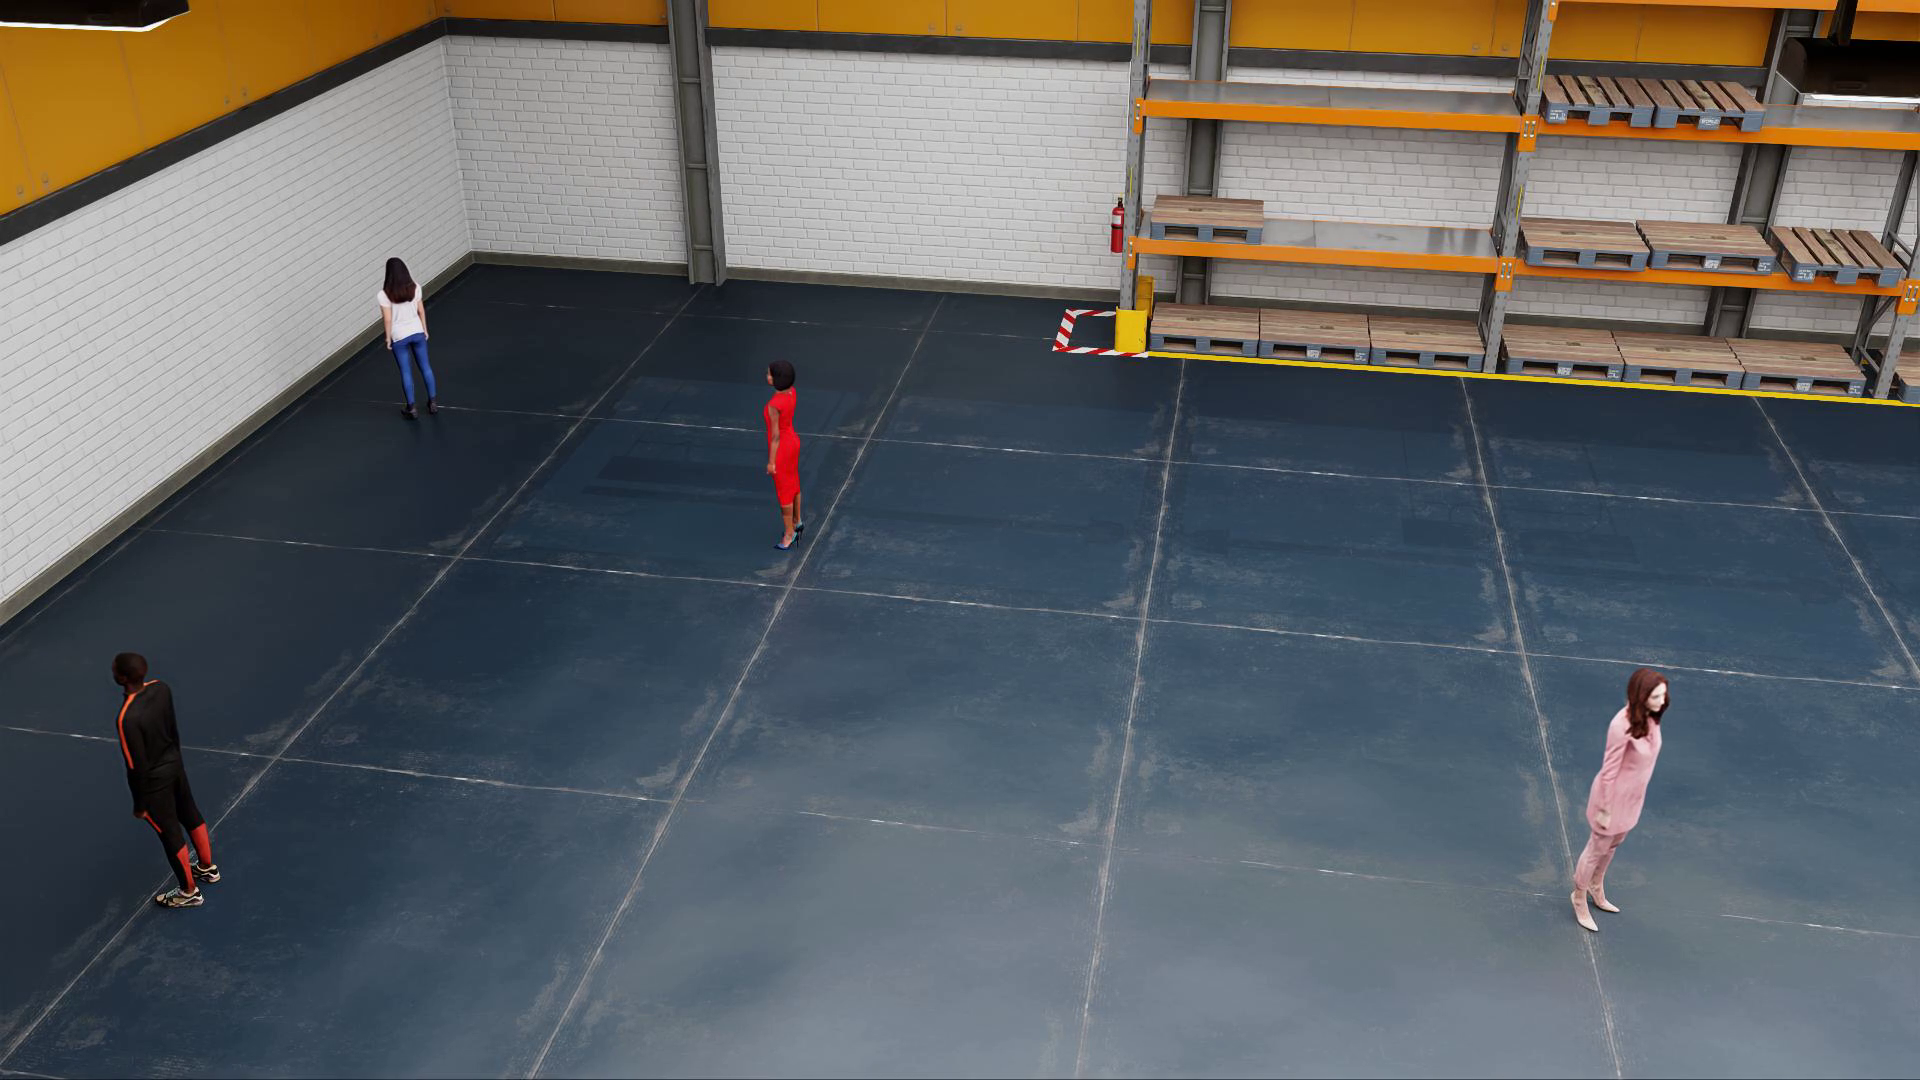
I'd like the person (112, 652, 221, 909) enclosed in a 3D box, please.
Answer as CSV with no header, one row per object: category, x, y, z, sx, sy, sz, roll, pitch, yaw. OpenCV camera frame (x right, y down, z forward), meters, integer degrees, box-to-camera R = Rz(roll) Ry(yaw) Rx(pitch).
person,-4.928,1.457,10.257,0.518,1.808,0.615,4,29,8

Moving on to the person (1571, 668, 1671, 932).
person,3.991,1.548,10.096,0.686,1.802,0.736,-20,35,-32

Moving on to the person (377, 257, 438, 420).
person,-5.569,-2.031,16.780,0.678,1.684,0.731,-19,34,-31

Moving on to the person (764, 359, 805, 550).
person,-1.514,-0.743,14.358,0.511,1.744,0.578,7,29,13
